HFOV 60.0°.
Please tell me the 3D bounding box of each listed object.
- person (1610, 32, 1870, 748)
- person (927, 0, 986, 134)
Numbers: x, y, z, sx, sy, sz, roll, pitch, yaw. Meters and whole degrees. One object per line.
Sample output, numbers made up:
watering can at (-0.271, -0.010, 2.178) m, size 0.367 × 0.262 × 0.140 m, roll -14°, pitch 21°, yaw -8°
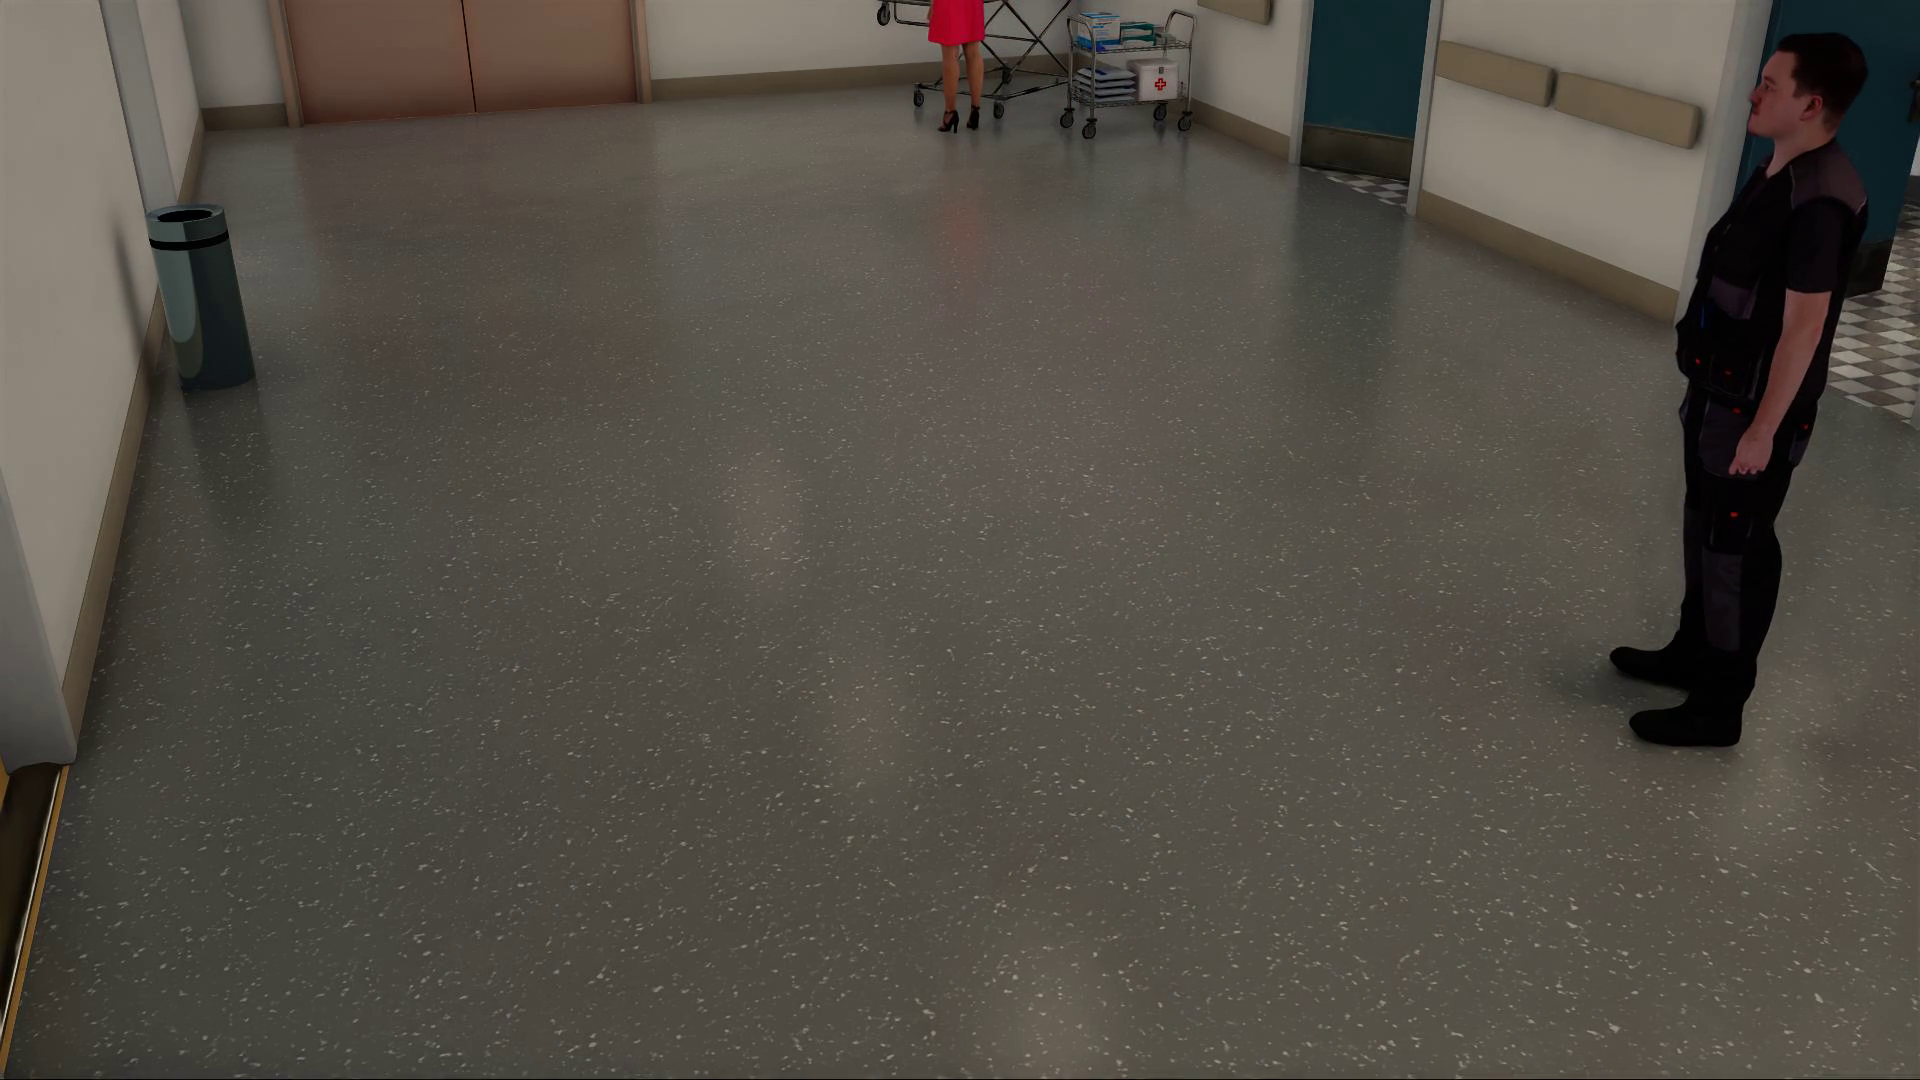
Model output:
person at (2.023, -0.353, 4.257) m, size 0.873 × 1.845 × 0.747 m, roll 6°, pitch 26°, yaw 12°
person at (-0.011, -3.641, 11.212) m, size 0.586 × 1.726 × 0.551 m, roll -11°, pitch 28°, yaw -22°
